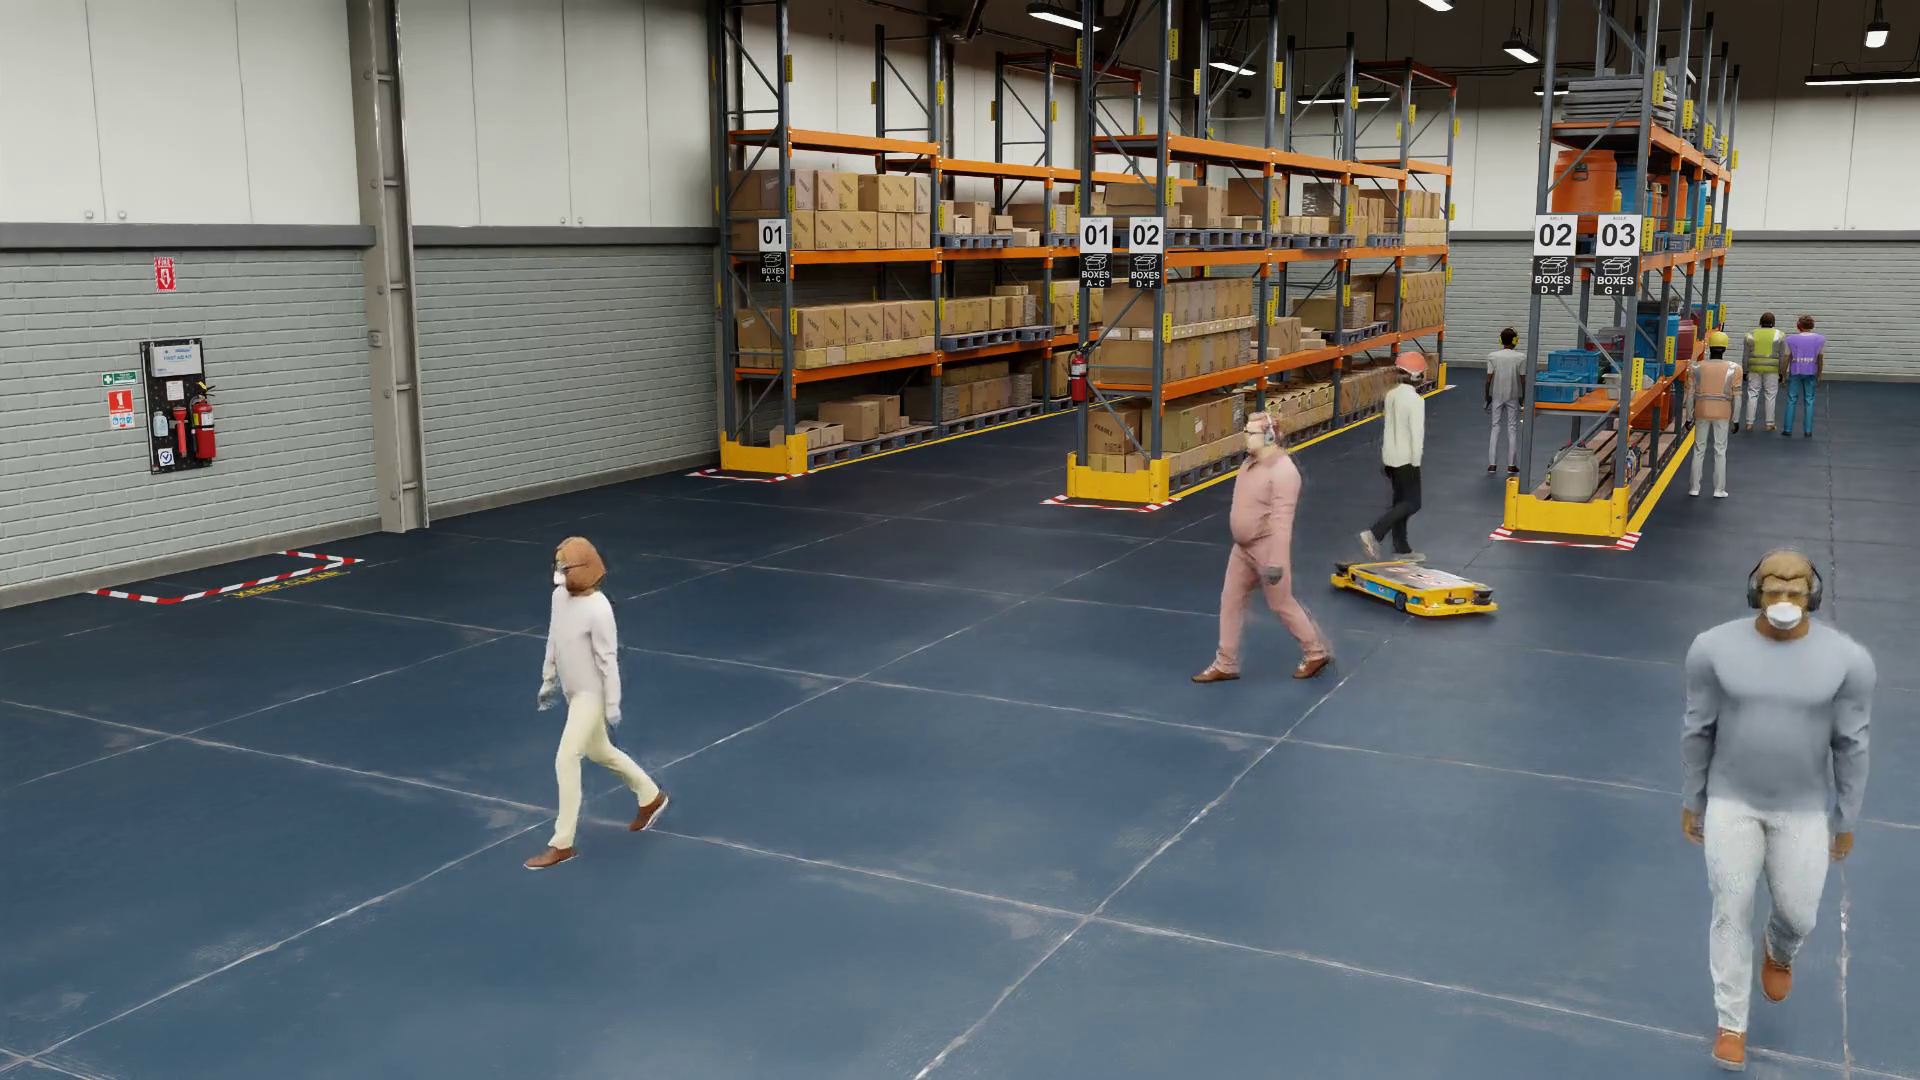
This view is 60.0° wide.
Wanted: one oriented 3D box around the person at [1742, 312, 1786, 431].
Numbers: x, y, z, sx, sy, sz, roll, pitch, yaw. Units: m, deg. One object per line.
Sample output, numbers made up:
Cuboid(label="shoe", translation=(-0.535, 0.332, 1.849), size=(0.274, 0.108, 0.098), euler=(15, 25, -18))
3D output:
Cuboid(label="person", translation=(12.539, -2.623, 25.947), size=(0.621, 1.840, 0.429), euler=(7, 13, 34))

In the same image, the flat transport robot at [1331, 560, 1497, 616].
Cuboid(label="flat transport robot", translation=(3.757, 0.380, 13.843), size=(0.652, 0.197, 1.431), euler=(-4, 11, -19))

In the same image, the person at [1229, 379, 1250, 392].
Cuboid(label="person", translation=(4.557, -2.951, 27.497), size=(0.563, 1.922, 0.694), euler=(6, 12, 29))

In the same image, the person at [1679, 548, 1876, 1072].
Cuboid(label="person", translation=(3.004, 0.957, 6.184), size=(0.626, 1.927, 0.654), euler=(5, 12, 27))

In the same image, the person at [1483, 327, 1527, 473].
Cuboid(label="person", translation=(6.983, -1.786, 21.307), size=(0.534, 1.864, 0.313), euler=(4, 11, 22))

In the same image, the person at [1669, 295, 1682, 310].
Cuboid(label="person", translation=(13.454, -3.725, 31.756), size=(0.507, 1.911, 0.647), euler=(4, 11, 21))

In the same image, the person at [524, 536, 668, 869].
Cuboid(label="person", translation=(-1.795, 0.752, 8.189), size=(0.810, 1.600, 0.504), euler=(-8, 13, -36))

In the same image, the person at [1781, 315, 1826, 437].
Cuboid(label="person", translation=(12.758, -2.480, 25.188), size=(0.563, 1.835, 0.391), euler=(3, 11, 17))

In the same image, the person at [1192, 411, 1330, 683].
Cuboid(label="person", translation=(2.100, 0.052, 11.280), size=(0.959, 1.871, 0.653), euler=(-4, 11, -19))

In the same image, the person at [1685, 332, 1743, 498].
Cuboid(label="person", translation=(8.726, -1.446, 19.280), size=(0.595, 1.925, 0.373), euler=(6, 12, 30))

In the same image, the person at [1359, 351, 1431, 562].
Cuboid(label="person", translation=(4.012, -0.741, 15.297), size=(0.651, 1.980, 0.625), euler=(-3, 11, -15))
